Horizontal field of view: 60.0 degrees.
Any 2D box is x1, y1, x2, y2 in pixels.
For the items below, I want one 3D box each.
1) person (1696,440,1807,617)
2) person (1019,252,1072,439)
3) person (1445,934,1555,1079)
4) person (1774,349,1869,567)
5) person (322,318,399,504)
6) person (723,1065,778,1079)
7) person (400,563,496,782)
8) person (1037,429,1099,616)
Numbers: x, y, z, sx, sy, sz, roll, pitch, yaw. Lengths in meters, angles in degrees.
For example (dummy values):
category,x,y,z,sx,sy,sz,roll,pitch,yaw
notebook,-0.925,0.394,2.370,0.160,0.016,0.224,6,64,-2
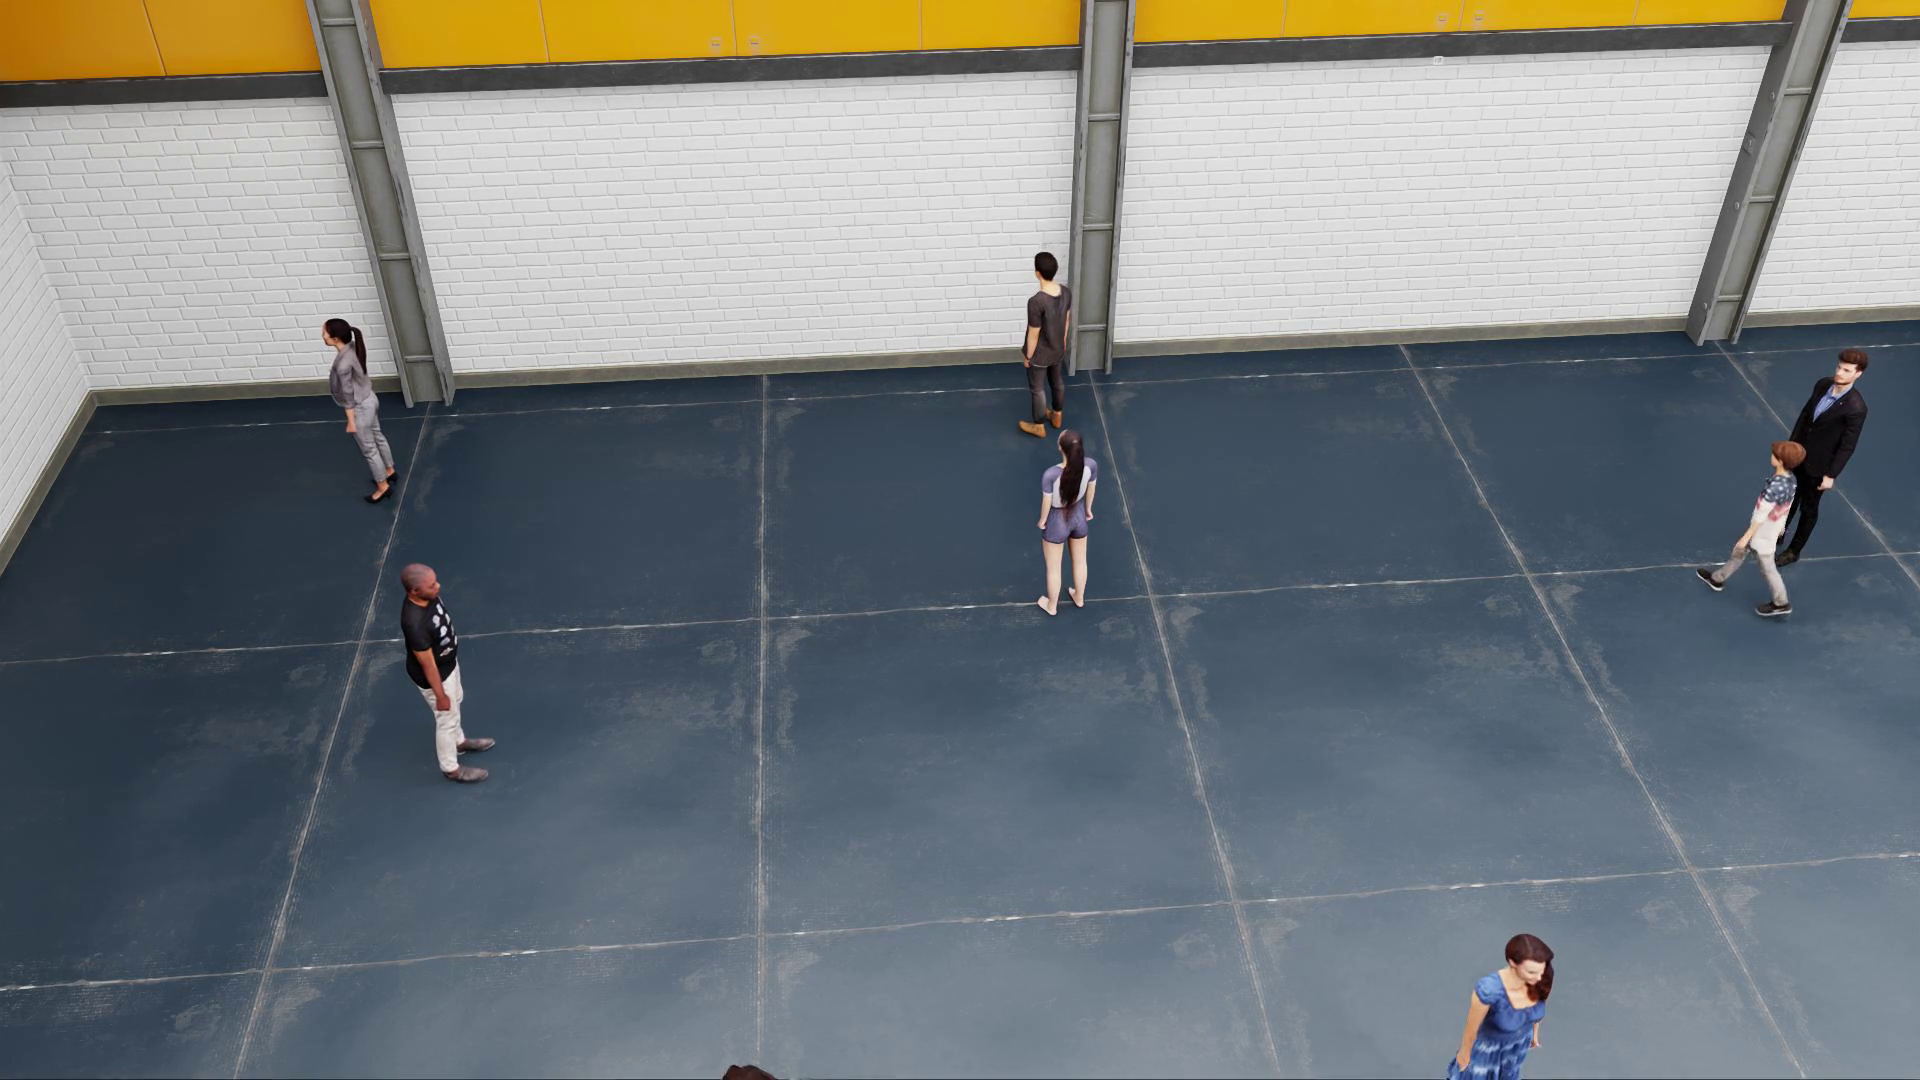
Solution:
category,x,y,z,sx,sy,sz,roll,pitch,yaw
person,6.072,-0.058,12.386,1.030,1.404,1.004,28,47,31
person,0.732,-1.656,14.139,0.669,1.712,0.767,-28,46,-30
person,2.772,2.648,8.677,0.769,1.803,0.839,-17,42,-20
person,6.554,-0.645,12.727,0.627,1.895,0.720,-7,39,-9
person,-4.825,-1.050,13.410,0.561,1.676,0.602,-3,39,-3
person,-0.920,3.073,8.306,0.721,1.603,0.794,18,42,21
person,-3.447,0.855,10.924,0.616,1.801,0.666,-5,39,-7
person,0.793,-0.136,12.288,0.578,1.648,0.718,-15,41,-18
